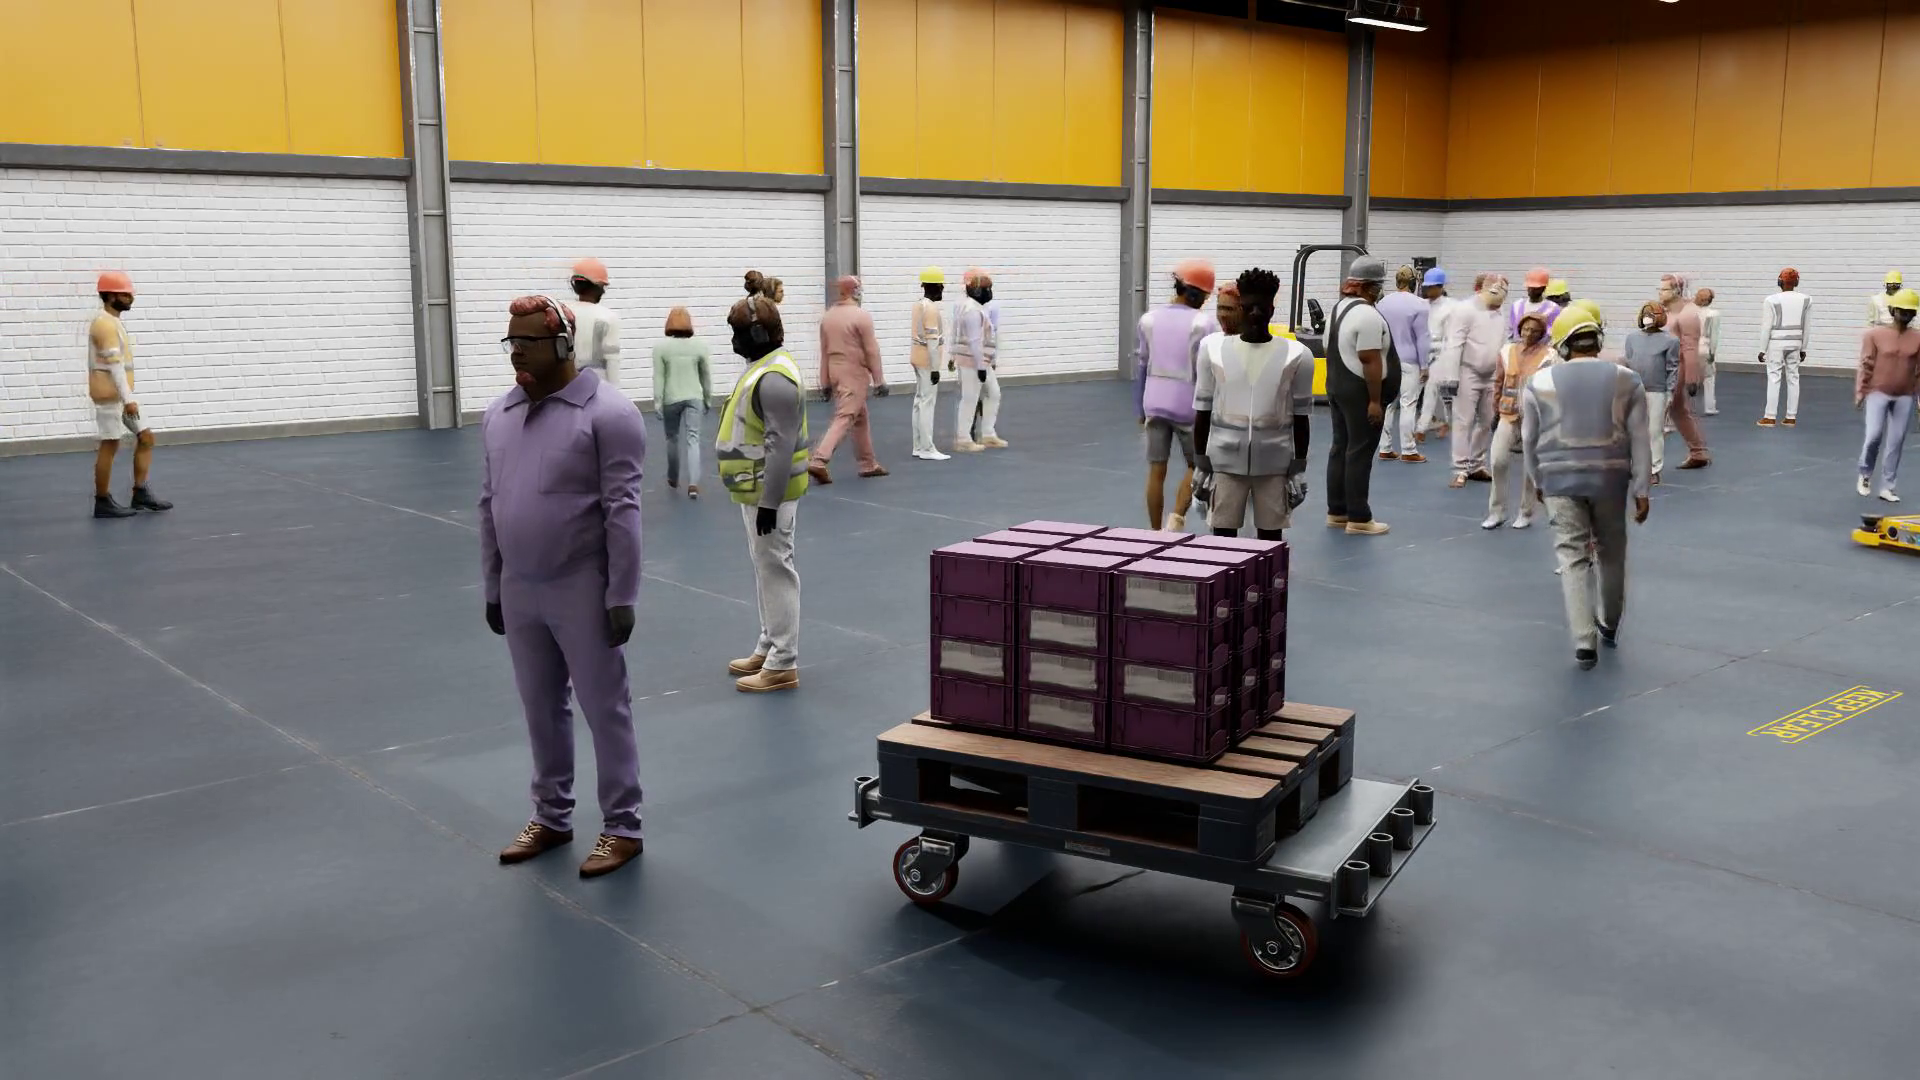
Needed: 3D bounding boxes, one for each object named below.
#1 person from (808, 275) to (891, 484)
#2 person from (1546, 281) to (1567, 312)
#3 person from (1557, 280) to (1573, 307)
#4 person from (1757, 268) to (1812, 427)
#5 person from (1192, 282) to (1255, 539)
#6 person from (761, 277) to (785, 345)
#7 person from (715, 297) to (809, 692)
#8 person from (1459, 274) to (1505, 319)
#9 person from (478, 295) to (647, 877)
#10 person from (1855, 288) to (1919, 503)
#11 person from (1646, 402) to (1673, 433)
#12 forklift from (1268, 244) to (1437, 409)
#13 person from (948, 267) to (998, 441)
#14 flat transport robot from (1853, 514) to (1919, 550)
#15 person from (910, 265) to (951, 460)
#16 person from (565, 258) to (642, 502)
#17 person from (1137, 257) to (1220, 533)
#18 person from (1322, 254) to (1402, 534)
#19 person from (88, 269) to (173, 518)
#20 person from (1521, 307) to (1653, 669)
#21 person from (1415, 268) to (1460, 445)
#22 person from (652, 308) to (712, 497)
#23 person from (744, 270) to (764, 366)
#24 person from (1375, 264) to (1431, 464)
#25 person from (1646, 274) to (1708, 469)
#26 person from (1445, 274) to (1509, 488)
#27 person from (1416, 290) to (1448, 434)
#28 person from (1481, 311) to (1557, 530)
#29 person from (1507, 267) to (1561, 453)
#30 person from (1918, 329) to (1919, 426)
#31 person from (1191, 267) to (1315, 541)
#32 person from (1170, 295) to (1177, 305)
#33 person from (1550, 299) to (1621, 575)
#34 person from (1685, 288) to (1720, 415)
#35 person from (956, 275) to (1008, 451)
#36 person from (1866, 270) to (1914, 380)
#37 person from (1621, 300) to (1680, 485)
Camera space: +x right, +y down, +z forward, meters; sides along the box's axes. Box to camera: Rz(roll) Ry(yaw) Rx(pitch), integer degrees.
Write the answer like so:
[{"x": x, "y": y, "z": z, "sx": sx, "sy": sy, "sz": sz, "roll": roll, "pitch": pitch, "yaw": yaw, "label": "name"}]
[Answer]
[{"x": -1.018, "y": -1.441, "z": 14.932, "sx": 0.991, "sy": 1.866, "sz": 0.631, "roll": -7, "pitch": 12, "yaw": -36, "label": "person"}, {"x": 7.021, "y": -2.189, "z": 19.694, "sx": 0.519, "sy": 1.719, "sz": 0.919, "roll": 5, "pitch": 11, "yaw": 29, "label": "person"}, {"x": 7.532, "y": -2.408, "z": 20.965, "sx": 0.498, "sy": 1.721, "sz": 0.518, "roll": 1, "pitch": 10, "yaw": 7, "label": "person"}, {"x": 9.768, "y": -2.275, "z": 19.727, "sx": 0.576, "sy": 1.882, "sz": 0.355, "roll": 0, "pitch": 10, "yaw": -1, "label": "person"}, {"x": 1.627, "y": -0.582, "z": 9.844, "sx": 0.576, "sy": 1.873, "sz": 0.446, "roll": 9, "pitch": 13, "yaw": 43, "label": "person"}, {"x": -2.055, "y": -1.837, "z": 17.380, "sx": 0.878, "sy": 1.820, "sz": 0.519, "roll": -4, "pitch": 10, "yaw": -21, "label": "person"}, {"x": -0.923, "y": -0.213, "z": 7.791, "sx": 0.429, "sy": 1.838, "sz": 0.621, "roll": -2, "pitch": 10, "yaw": -11, "label": "person"}, {"x": 6.521, "y": -2.418, "z": 20.866, "sx": 0.619, "sy": 1.796, "sz": 0.920, "roll": 5, "pitch": 11, "yaw": 27, "label": "person"}, {"x": -1.329, "y": 0.153, "z": 5.477, "sx": 0.647, "sy": 1.900, "sz": 0.403, "roll": 5, "pitch": 11, "yaw": 27, "label": "person"}, {"x": 7.684, "y": -1.187, "z": 13.689, "sx": 0.553, "sy": 1.753, "sz": 0.350, "roll": 2, "pitch": 10, "yaw": 9, "label": "person"}, {"x": 8.028, "y": -2.009, "z": 18.903, "sx": 0.405, "sy": 1.617, "sz": 0.531, "roll": -5, "pitch": 11, "yaw": -29, "label": "person"}, {"x": 5.256, "y": -2.933, "z": 22.661, "sx": 2.313, "sy": 2.155, "sz": 1.214, "roll": 3, "pitch": 10, "yaw": 16, "label": "forklift"}, {"x": 0.190, "y": -2.046, "z": 18.316, "sx": 0.551, "sy": 1.911, "sz": 0.832, "roll": 7, "pitch": 12, "yaw": 35, "label": "person"}, {"x": 6.795, "y": 0.007, "z": 11.075, "sx": 0.652, "sy": 0.197, "sz": 1.431, "roll": -3, "pitch": 10, "yaw": -19, "label": "flat transport robot"}, {"x": -0.304, "y": -1.762, "z": 16.588, "sx": 0.385, "sy": 1.928, "sz": 0.589, "roll": -2, "pitch": 10, "yaw": -14, "label": "person"}, {"x": -2.785, "y": -1.116, "z": 12.586, "sx": 0.634, "sy": 1.988, "sz": 1.026, "roll": 2, "pitch": 10, "yaw": 14, "label": "person"}, {"x": 1.435, "y": -0.858, "z": 11.048, "sx": 0.646, "sy": 2.011, "sz": 0.448, "roll": 6, "pitch": 11, "yaw": 30, "label": "person"}, {"x": 2.970, "y": -1.072, "z": 12.218, "sx": 0.536, "sy": 2.000, "sz": 0.688, "roll": -2, "pitch": 10, "yaw": -12, "label": "person"}, {"x": -6.429, "y": -1.119, "z": 12.844, "sx": 0.687, "sy": 1.912, "sz": 0.558, "roll": -3, "pitch": 10, "yaw": -15, "label": "person"}, {"x": 3.143, "y": -0.283, "z": 8.416, "sx": 0.618, "sy": 1.759, "sz": 0.882, "roll": 2, "pitch": 10, "yaw": 13, "label": "person"}, {"x": 5.149, "y": -2.002, "z": 18.085, "sx": 1.005, "sy": 1.902, "sz": 0.631, "roll": -9, "pitch": 13, "yaw": -43, "label": "person"}, {"x": -2.352, "y": -1.170, "z": 14.132, "sx": 0.515, "sy": 1.581, "sz": 0.892, "roll": -3, "pitch": 10, "yaw": -16, "label": "person"}, {"x": -2.614, "y": -2.501, "z": 21.168, "sx": 0.429, "sy": 1.844, "sz": 0.627, "roll": -5, "pitch": 11, "yaw": -29, "label": "person"}, {"x": 4.332, "y": -1.715, "z": 16.281, "sx": 0.372, "sy": 1.940, "sz": 0.631, "roll": -8, "pitch": 12, "yaw": -38, "label": "person"}, {"x": 6.680, "y": -1.566, "z": 15.664, "sx": 0.984, "sy": 1.858, "sz": 0.648, "roll": 0, "pitch": 10, "yaw": 0, "label": "person"}, {"x": 4.562, "y": -1.398, "z": 14.657, "sx": 0.733, "sy": 1.876, "sz": 0.420, "roll": -6, "pitch": 11, "yaw": -31, "label": "person"}, {"x": 5.413, "y": -2.042, "z": 19.017, "sx": 0.538, "sy": 1.658, "sz": 0.861, "roll": 8, "pitch": 12, "yaw": 39, "label": "person"}, {"x": 4.117, "y": -0.862, "z": 12.199, "sx": 0.537, "sy": 1.611, "sz": 0.624, "roll": 8, "pitch": 13, "yaw": 40, "label": "person"}, {"x": 5.842, "y": -1.836, "z": 17.056, "sx": 0.574, "sy": 1.916, "sz": 0.461, "roll": 9, "pitch": 13, "yaw": 44, "label": "person"}, {"x": 11.349, "y": -2.187, "z": 19.283, "sx": 0.522, "sy": 1.856, "sz": 0.659, "roll": 7, "pitch": 12, "yaw": 36, "label": "person"}, {"x": 1.471, "y": -0.386, "z": 8.416, "sx": 0.606, "sy": 1.967, "sz": 0.367, "roll": 2, "pitch": 10, "yaw": 11, "label": "person"}, {"x": 3.635, "y": -3.404, "z": 26.899, "sx": 0.531, "sy": 1.692, "sz": 0.321, "roll": 3, "pitch": 10, "yaw": 19, "label": "person"}, {"x": 3.857, "y": -0.629, "z": 10.442, "sx": 0.484, "sy": 1.747, "sz": 0.556, "roll": -5, "pitch": 11, "yaw": -26, "label": "person"}, {"x": 9.349, "y": -2.358, "z": 21.006, "sx": 0.723, "sy": 1.612, "sz": 0.535, "roll": -9, "pitch": 13, "yaw": -42, "label": "person"}, {"x": 0.268, "y": -1.818, "z": 17.227, "sx": 0.681, "sy": 1.817, "sz": 0.666, "roll": 1, "pitch": 10, "yaw": 5, "label": "person"}, {"x": 13.010, "y": -2.853, "z": 23.288, "sx": 0.591, "sy": 1.825, "sz": 0.403, "roll": 3, "pitch": 10, "yaw": 17, "label": "person"}, {"x": 6.100, "y": -1.304, "z": 14.764, "sx": 0.498, "sy": 1.634, "sz": 0.280, "roll": 9, "pitch": 13, "yaw": 44, "label": "person"}]
